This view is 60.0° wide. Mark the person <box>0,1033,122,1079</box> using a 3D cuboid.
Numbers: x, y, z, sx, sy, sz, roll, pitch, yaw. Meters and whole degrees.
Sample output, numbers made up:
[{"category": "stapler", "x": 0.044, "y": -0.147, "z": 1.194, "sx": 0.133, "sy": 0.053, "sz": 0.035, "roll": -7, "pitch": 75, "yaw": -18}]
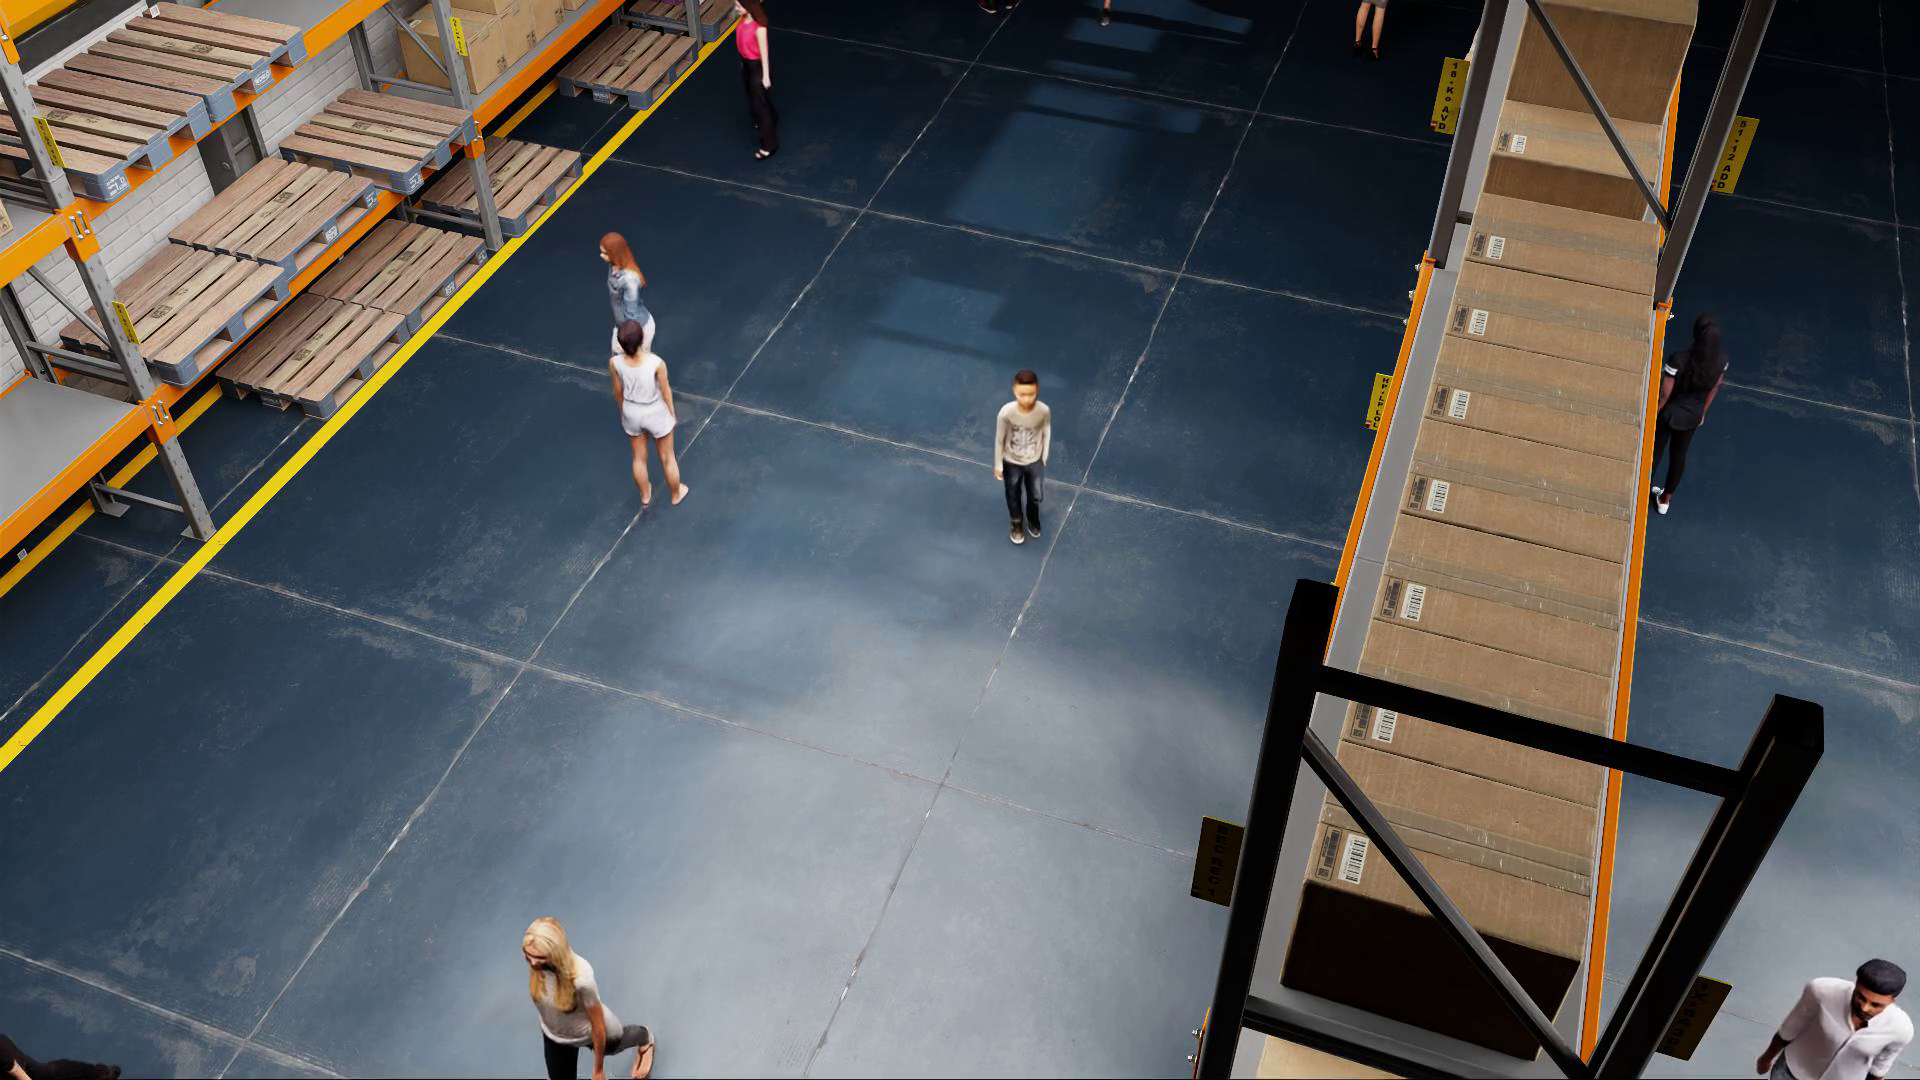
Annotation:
[{"category": "person", "x": -4.725, "y": 2.566, "z": 8.293, "sx": 0.779, "sy": 1.607, "sz": 1.143, "roll": 27, "pitch": 50, "yaw": 25}]

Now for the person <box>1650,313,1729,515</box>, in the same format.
[{"category": "person", "x": 5.095, "y": -0.885, "z": 11.825, "sx": 0.698, "sy": 1.731, "sz": 0.706, "roll": -6, "pitch": 44, "yaw": -6}]

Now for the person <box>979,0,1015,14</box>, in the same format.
[{"category": "person", "x": 0.402, "y": -6.513, "z": 17.677, "sx": 0.724, "sy": 1.807, "sz": 0.775, "roll": -16, "pitch": 46, "yaw": -16}]

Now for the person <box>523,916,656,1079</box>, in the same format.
[{"category": "person", "x": -1.844, "y": 2.381, "z": 8.362, "sx": 0.614, "sy": 1.779, "sz": 1.181, "roll": 14, "pitch": 45, "yaw": 14}]

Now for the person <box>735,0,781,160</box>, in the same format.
[{"category": "person", "x": -1.905, "y": -4.401, "z": 15.571, "sx": 0.940, "sy": 1.655, "sz": 0.885, "roll": -20, "pitch": 47, "yaw": -19}]

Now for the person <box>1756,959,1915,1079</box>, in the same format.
[{"category": "person", "x": 4.271, "y": 2.544, "z": 8.175, "sx": 0.729, "sy": 1.800, "sz": 0.725, "roll": 29, "pitch": 51, "yaw": 27}]

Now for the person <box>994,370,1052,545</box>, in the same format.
[{"category": "person", "x": 0.431, "y": -0.621, "z": 11.749, "sx": 0.623, "sy": 1.454, "sz": 0.633, "roll": -3, "pitch": 44, "yaw": -3}]

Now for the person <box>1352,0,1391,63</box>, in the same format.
[{"category": "person", "x": 4.252, "y": -5.737, "z": 16.836, "sx": 0.677, "sy": 1.843, "sz": 0.664, "roll": 32, "pitch": 52, "yaw": 29}]

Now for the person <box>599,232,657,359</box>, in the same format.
[{"category": "person", "x": -2.394, "y": -1.650, "z": 12.662, "sx": 0.774, "sy": 1.684, "sz": 0.729, "roll": -21, "pitch": 48, "yaw": -21}]

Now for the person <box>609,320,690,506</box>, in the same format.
[{"category": "person", "x": -2.254, "y": -0.904, "z": 11.936, "sx": 0.623, "sy": 1.605, "sz": 0.611, "roll": 2, "pitch": 44, "yaw": 2}]
